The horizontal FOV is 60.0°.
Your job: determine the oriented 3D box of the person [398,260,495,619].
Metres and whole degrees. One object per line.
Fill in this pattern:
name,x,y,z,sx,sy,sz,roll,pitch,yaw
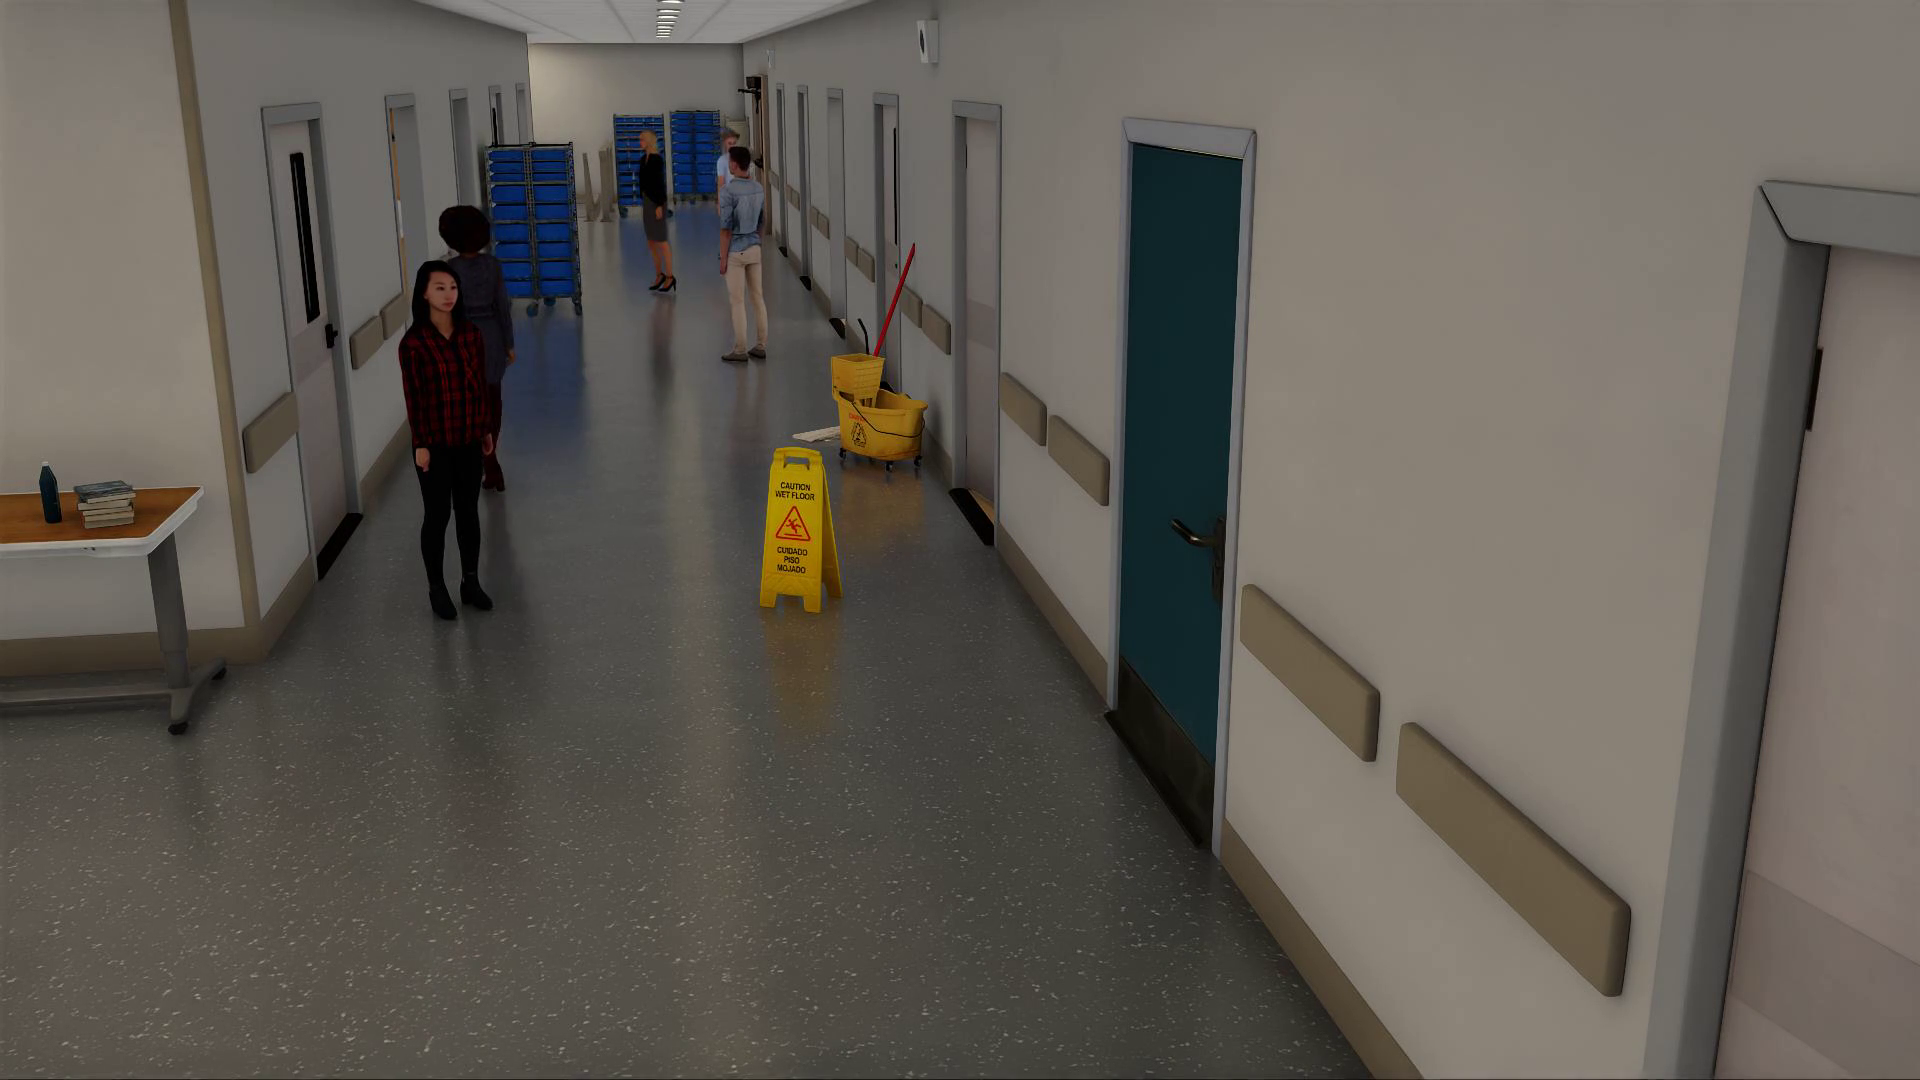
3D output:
person,-2.379,-0.465,7.692,0.705,1.651,0.658,12,20,37

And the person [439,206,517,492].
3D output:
person,-2.852,-1.116,9.926,0.842,1.692,0.975,-11,19,-34

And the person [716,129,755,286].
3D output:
person,-2.716,-3.947,19.769,0.957,1.799,1.091,-14,21,-41

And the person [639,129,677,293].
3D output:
person,-3.476,-3.774,19.090,0.780,1.836,0.664,-14,21,-40

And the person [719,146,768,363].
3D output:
person,-1.902,-2.507,14.573,0.764,1.848,0.732,13,21,40
